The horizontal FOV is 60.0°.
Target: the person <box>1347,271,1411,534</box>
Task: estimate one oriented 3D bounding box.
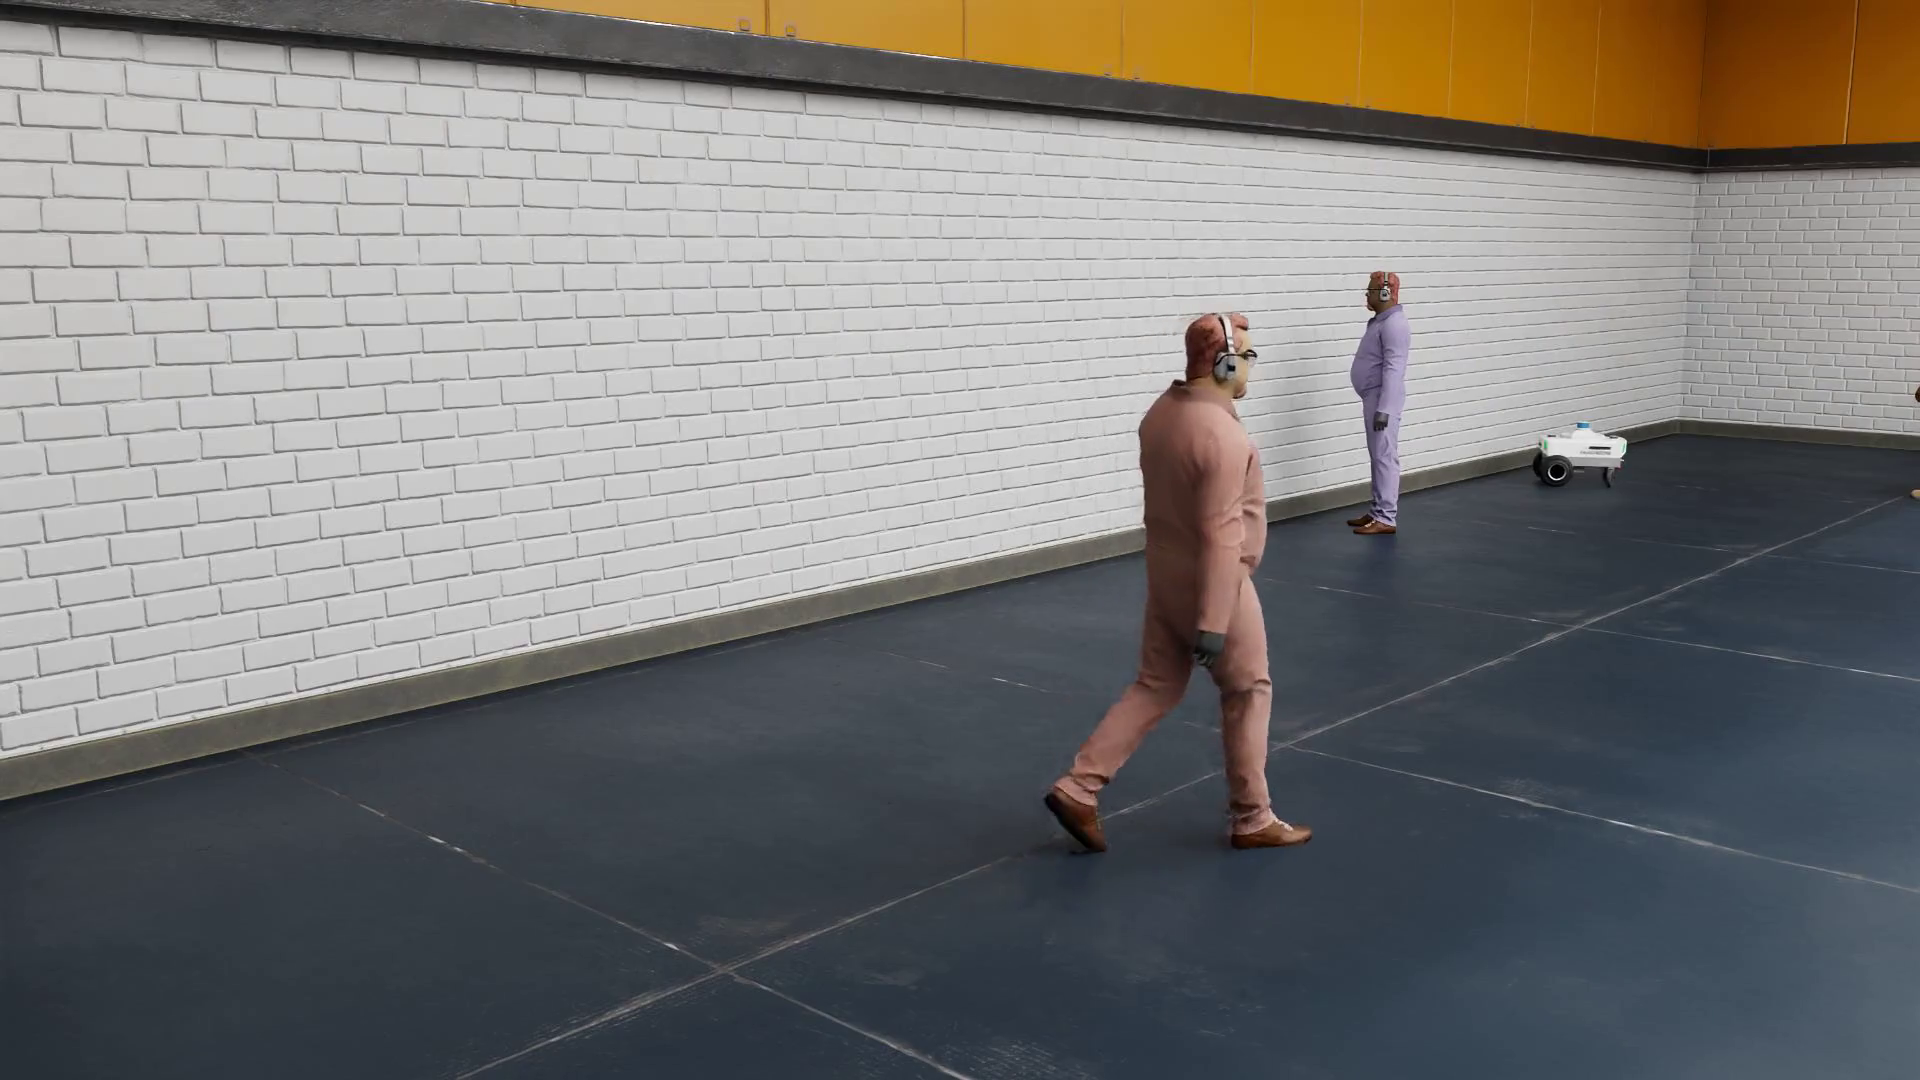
[{"bbox_3d":[3.050,-0.996,12.133,0.407,1.910,0.639,1,10,8],"label":"person"}]

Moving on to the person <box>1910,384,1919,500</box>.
[{"bbox_3d":[8.126,-1.323,13.607,0.614,2.042,0.373,-1,10,-5],"label":"person"}]

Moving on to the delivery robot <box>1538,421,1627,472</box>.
[{"bbox_3d":[5.460,-0.801,14.605,0.707,0.478,0.477,2,10,10],"label":"delivery robot"}]

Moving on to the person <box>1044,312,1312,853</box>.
[{"bbox_3d":[0.755,0.164,5.634,0.903,1.876,0.638,-4,11,-20],"label":"person"}]
